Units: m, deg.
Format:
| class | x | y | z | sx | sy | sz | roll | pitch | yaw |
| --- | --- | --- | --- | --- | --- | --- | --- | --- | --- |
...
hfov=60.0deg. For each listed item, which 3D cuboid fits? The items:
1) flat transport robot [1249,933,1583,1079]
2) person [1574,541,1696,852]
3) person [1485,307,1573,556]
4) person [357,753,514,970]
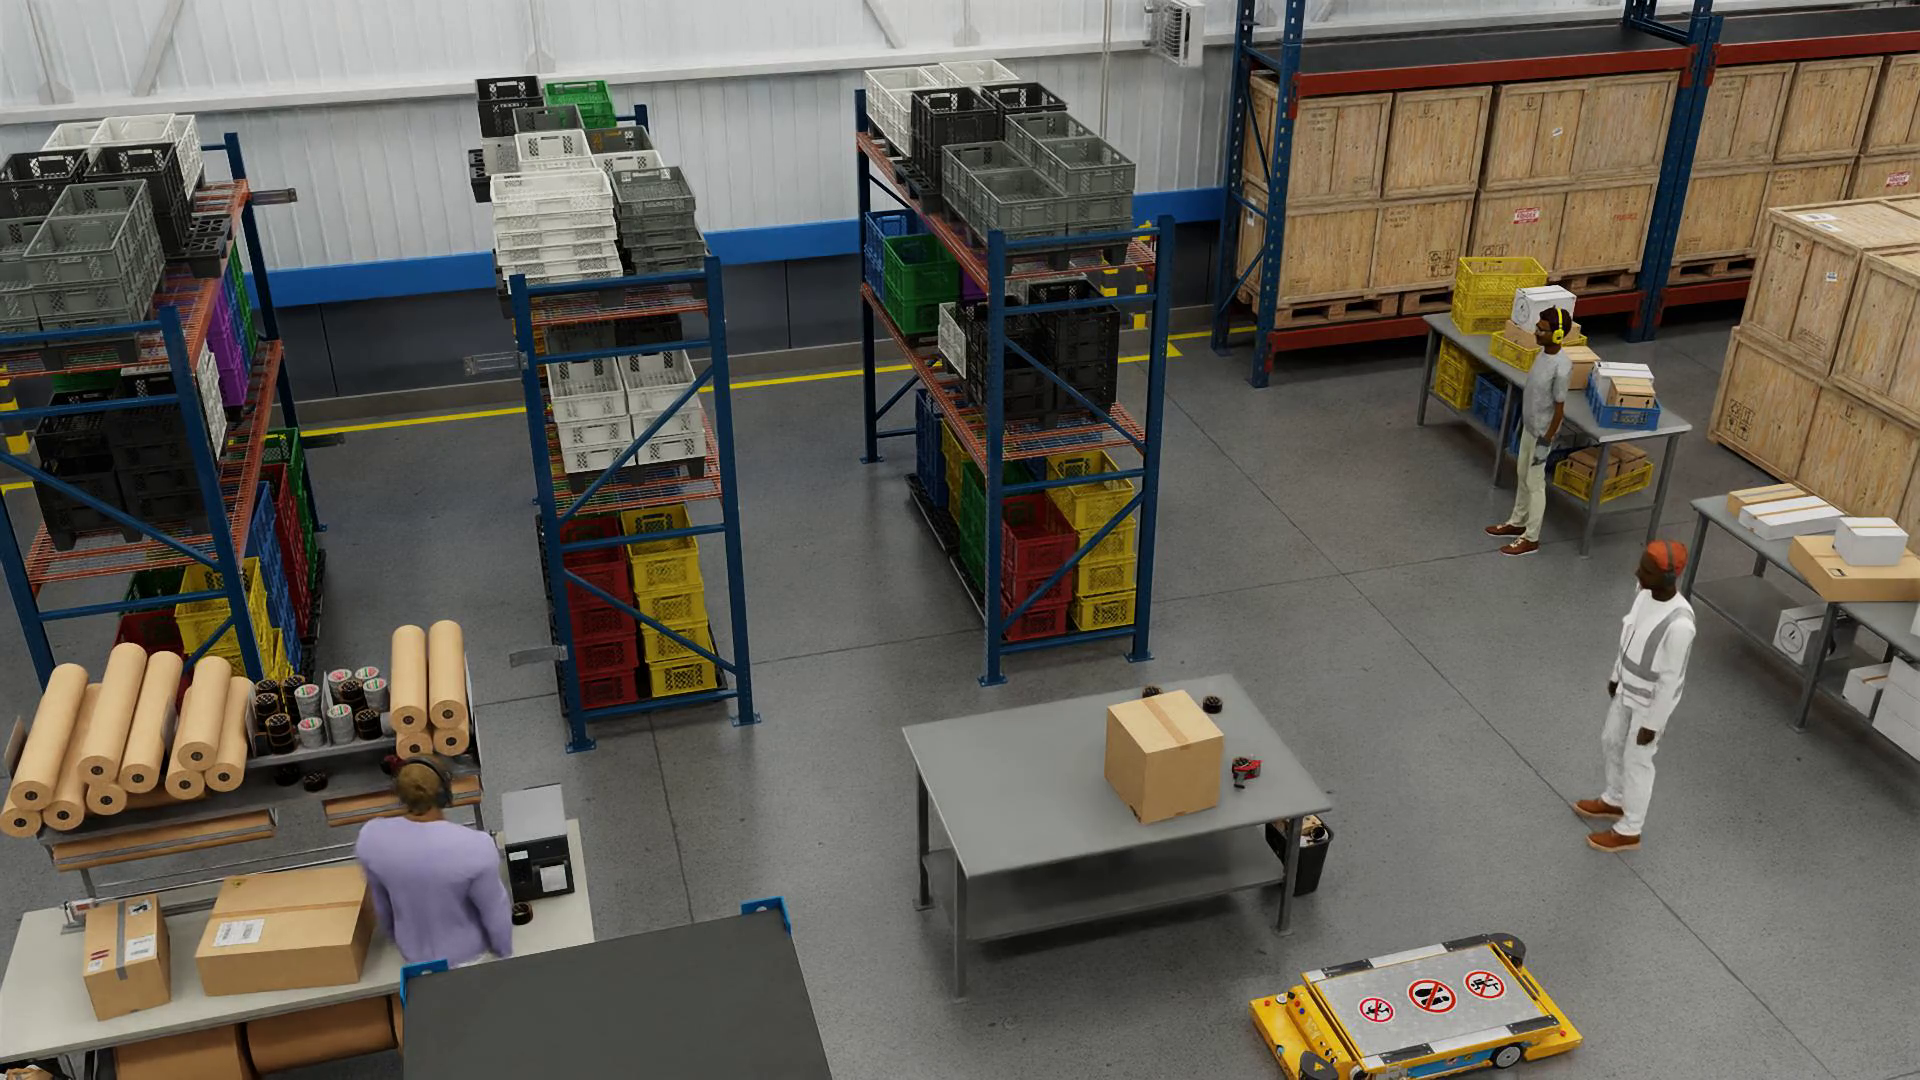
| class | x | y | z | sx | sy | sz | roll | pitch | yaw |
| --- | --- | --- | --- | --- | --- | --- | --- | --- | --- |
| flat transport robot | 2.184 | 2.282 | 7.980 | 1.431 | 0.197 | 0.652 | -8 | 30 | -14 |
| person | 3.678 | 0.838 | 8.961 | 0.353 | 1.877 | 0.574 | 0 | 29 | 0 |
| person | 4.113 | -0.781 | 11.907 | 0.328 | 1.872 | 0.512 | -1 | 29 | -2 |
| person | -2.224 | 1.758 | 7.232 | 0.626 | 1.931 | 0.373 | 5 | 29 | 8 |
